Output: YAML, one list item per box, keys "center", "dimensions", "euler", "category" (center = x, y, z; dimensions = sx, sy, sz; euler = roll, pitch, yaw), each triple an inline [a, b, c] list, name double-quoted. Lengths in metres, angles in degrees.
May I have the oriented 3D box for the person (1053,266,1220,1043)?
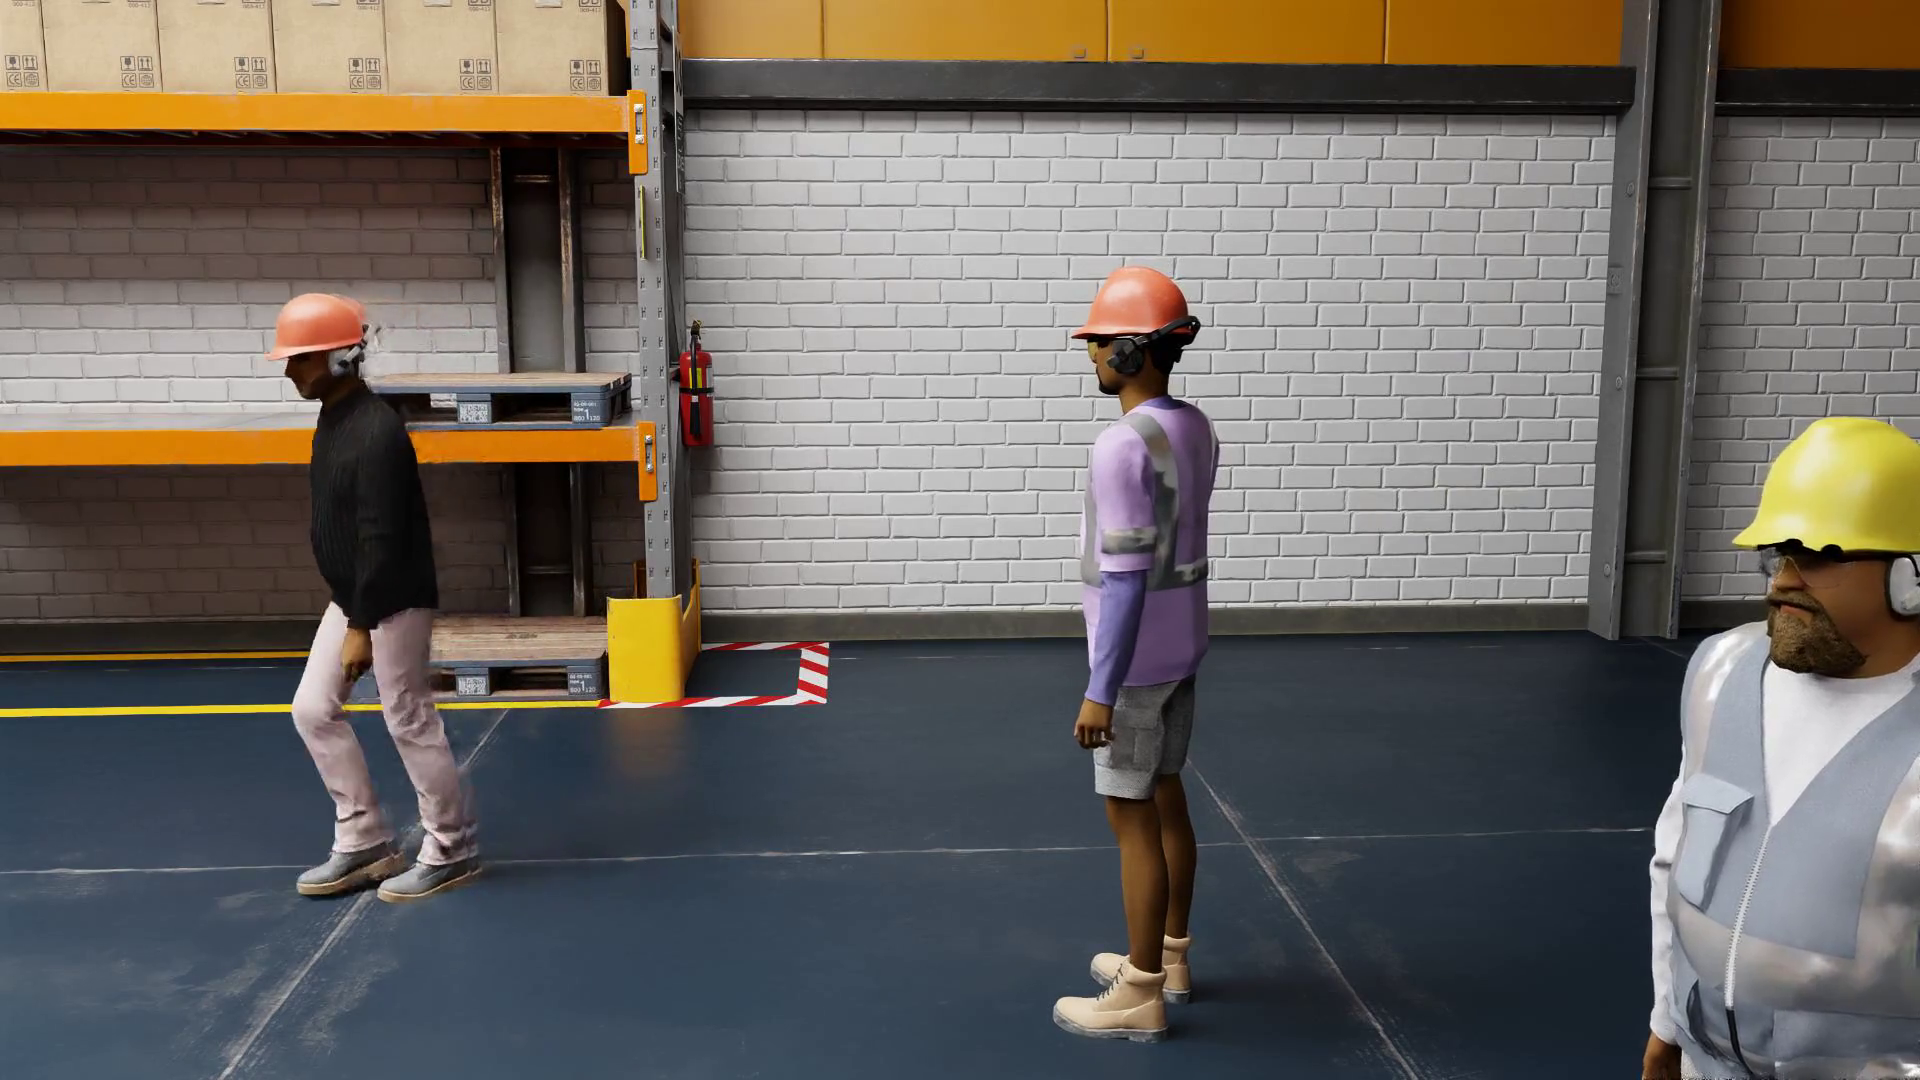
- center: [0.462, 0.306, 4.431]
  dimensions: [0.374, 2.043, 0.611]
  euler: [4, 10, 25]
  category: "person"

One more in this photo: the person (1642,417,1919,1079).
- center: [1.217, 0.739, 2.367]
  dimensions: [0.403, 1.832, 0.594]
  euler: [-5, 10, -27]
  category: "person"

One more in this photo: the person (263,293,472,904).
- center: [-1.913, 0.206, 5.300]
  dimensions: [0.654, 1.959, 0.668]
  euler: [-7, 11, -37]
  category: "person"
